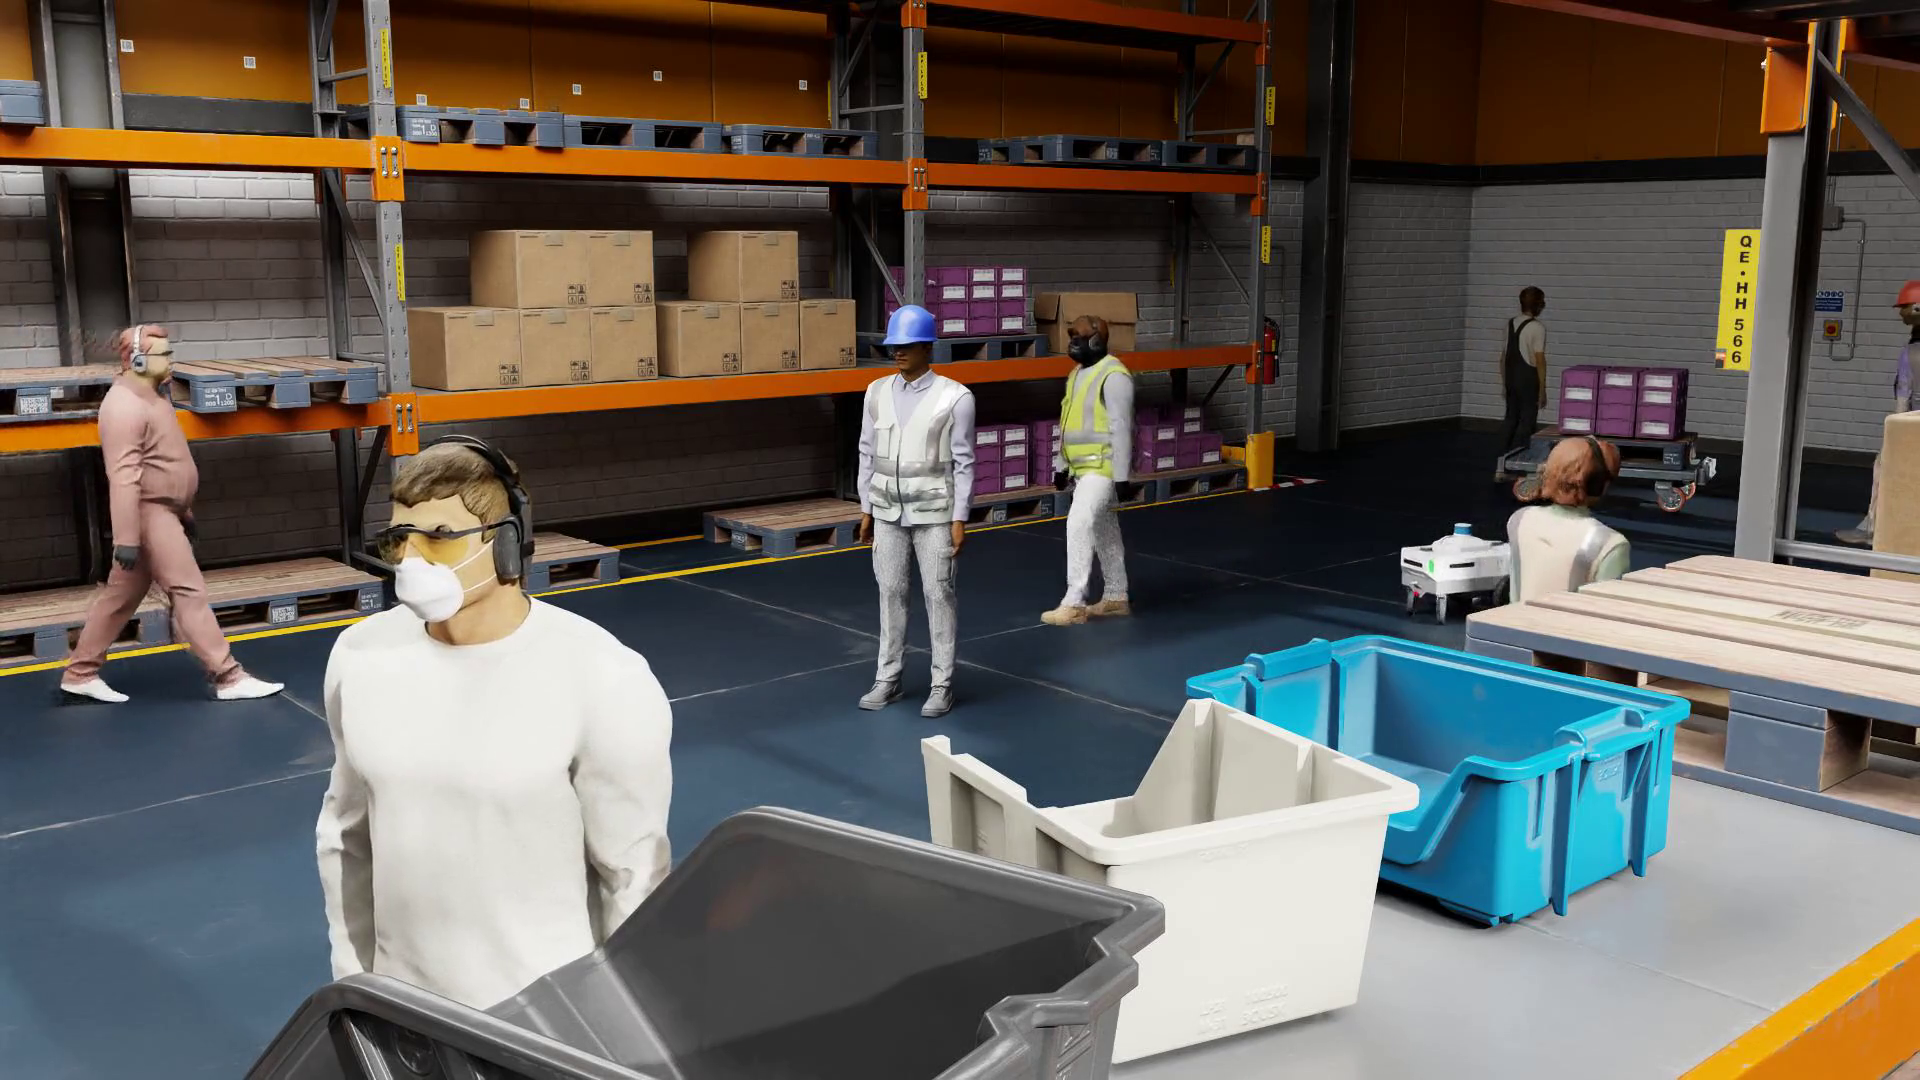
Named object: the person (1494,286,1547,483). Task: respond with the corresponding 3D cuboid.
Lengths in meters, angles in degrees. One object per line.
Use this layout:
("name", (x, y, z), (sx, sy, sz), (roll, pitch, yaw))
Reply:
("person", (5.223, -1.423, 15.411), (0.332, 1.844, 0.518), (-5, 11, -24))

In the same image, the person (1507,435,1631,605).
("person", (1.970, 0.453, 5.552), (0.706, 1.614, 0.519), (-6, 12, -31))

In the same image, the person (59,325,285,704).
("person", (-3.894, -0.107, 8.021), (1.013, 1.858, 0.660), (-3, 11, -19))

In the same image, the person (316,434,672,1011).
("person", (-0.773, 0.789, 2.755), (0.627, 1.941, 0.372), (3, 11, 17))

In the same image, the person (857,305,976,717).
("person", (-0.217, -0.135, 7.904), (0.601, 1.948, 0.386), (5, 11, 24))

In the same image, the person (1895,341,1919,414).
("person", (6.586, -0.705, 11.151), (0.585, 1.929, 0.371), (8, 13, 37))

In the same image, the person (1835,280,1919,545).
("person", (6.921, -0.919, 12.246), (0.830, 1.959, 0.635), (8, 13, 38))

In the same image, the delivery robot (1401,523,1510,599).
("delivery robot", (3.008, 0.143, 9.986), (0.707, 0.478, 0.477), (-4, 11, -21))

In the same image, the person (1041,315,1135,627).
("person", (0.712, -0.408, 9.809), (0.769, 1.811, 0.653), (-3, 11, -17))
